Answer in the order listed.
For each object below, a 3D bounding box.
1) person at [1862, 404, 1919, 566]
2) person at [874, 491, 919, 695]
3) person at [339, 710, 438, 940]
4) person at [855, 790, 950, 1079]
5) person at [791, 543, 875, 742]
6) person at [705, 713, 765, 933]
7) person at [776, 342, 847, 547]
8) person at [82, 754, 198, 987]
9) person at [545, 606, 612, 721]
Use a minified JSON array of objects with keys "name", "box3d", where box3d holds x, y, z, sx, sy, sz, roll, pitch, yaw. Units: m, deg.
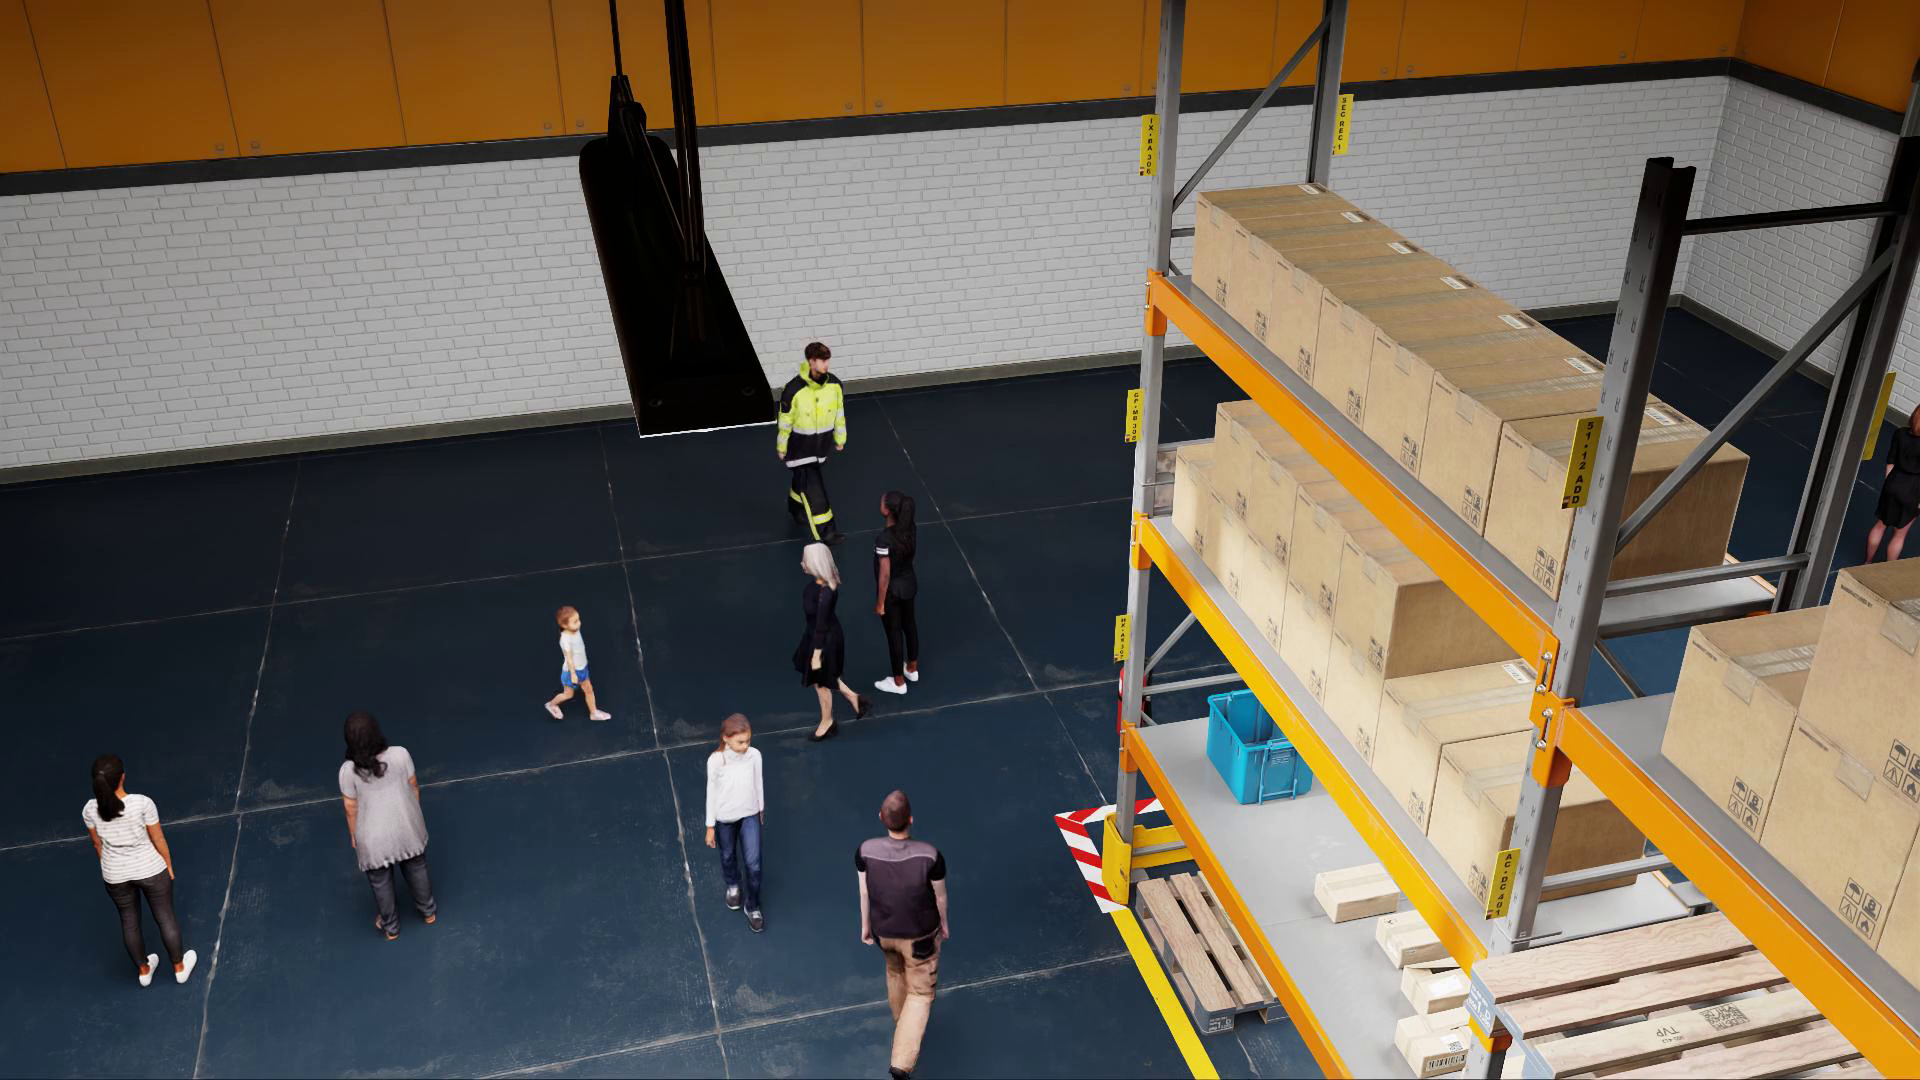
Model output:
[{"name":"person","box3d":[8.150,-0.408,14.384,0.663,1.706,0.459,-10,30,-18]},{"name":"person","box3d":[-0.489,0.393,12.892,0.757,1.728,0.703,17,33,28]},{"name":"person","box3d":[-3.618,1.782,10.471,0.728,1.608,0.765,-19,34,-31]},{"name":"person","box3d":[-0.331,2.252,9.398,1.030,1.811,1.197,8,30,14]},{"name":"person","box3d":[-0.909,0.773,12.194,0.684,1.731,0.759,-3,29,-6]},{"name":"person","box3d":[-1.439,1.712,10.680,0.583,1.531,0.774,-3,29,-5]},{"name":"person","box3d":[-1.435,-0.921,15.102,1.147,1.920,1.374,-19,34,-31]},{"name":"person","box3d":[-4.981,1.998,10.039,0.554,1.644,0.503,-6,29,-11]},{"name":"person","box3d":[-2.968,0.954,12.618,0.673,1.006,0.713,6,29,11]}]
